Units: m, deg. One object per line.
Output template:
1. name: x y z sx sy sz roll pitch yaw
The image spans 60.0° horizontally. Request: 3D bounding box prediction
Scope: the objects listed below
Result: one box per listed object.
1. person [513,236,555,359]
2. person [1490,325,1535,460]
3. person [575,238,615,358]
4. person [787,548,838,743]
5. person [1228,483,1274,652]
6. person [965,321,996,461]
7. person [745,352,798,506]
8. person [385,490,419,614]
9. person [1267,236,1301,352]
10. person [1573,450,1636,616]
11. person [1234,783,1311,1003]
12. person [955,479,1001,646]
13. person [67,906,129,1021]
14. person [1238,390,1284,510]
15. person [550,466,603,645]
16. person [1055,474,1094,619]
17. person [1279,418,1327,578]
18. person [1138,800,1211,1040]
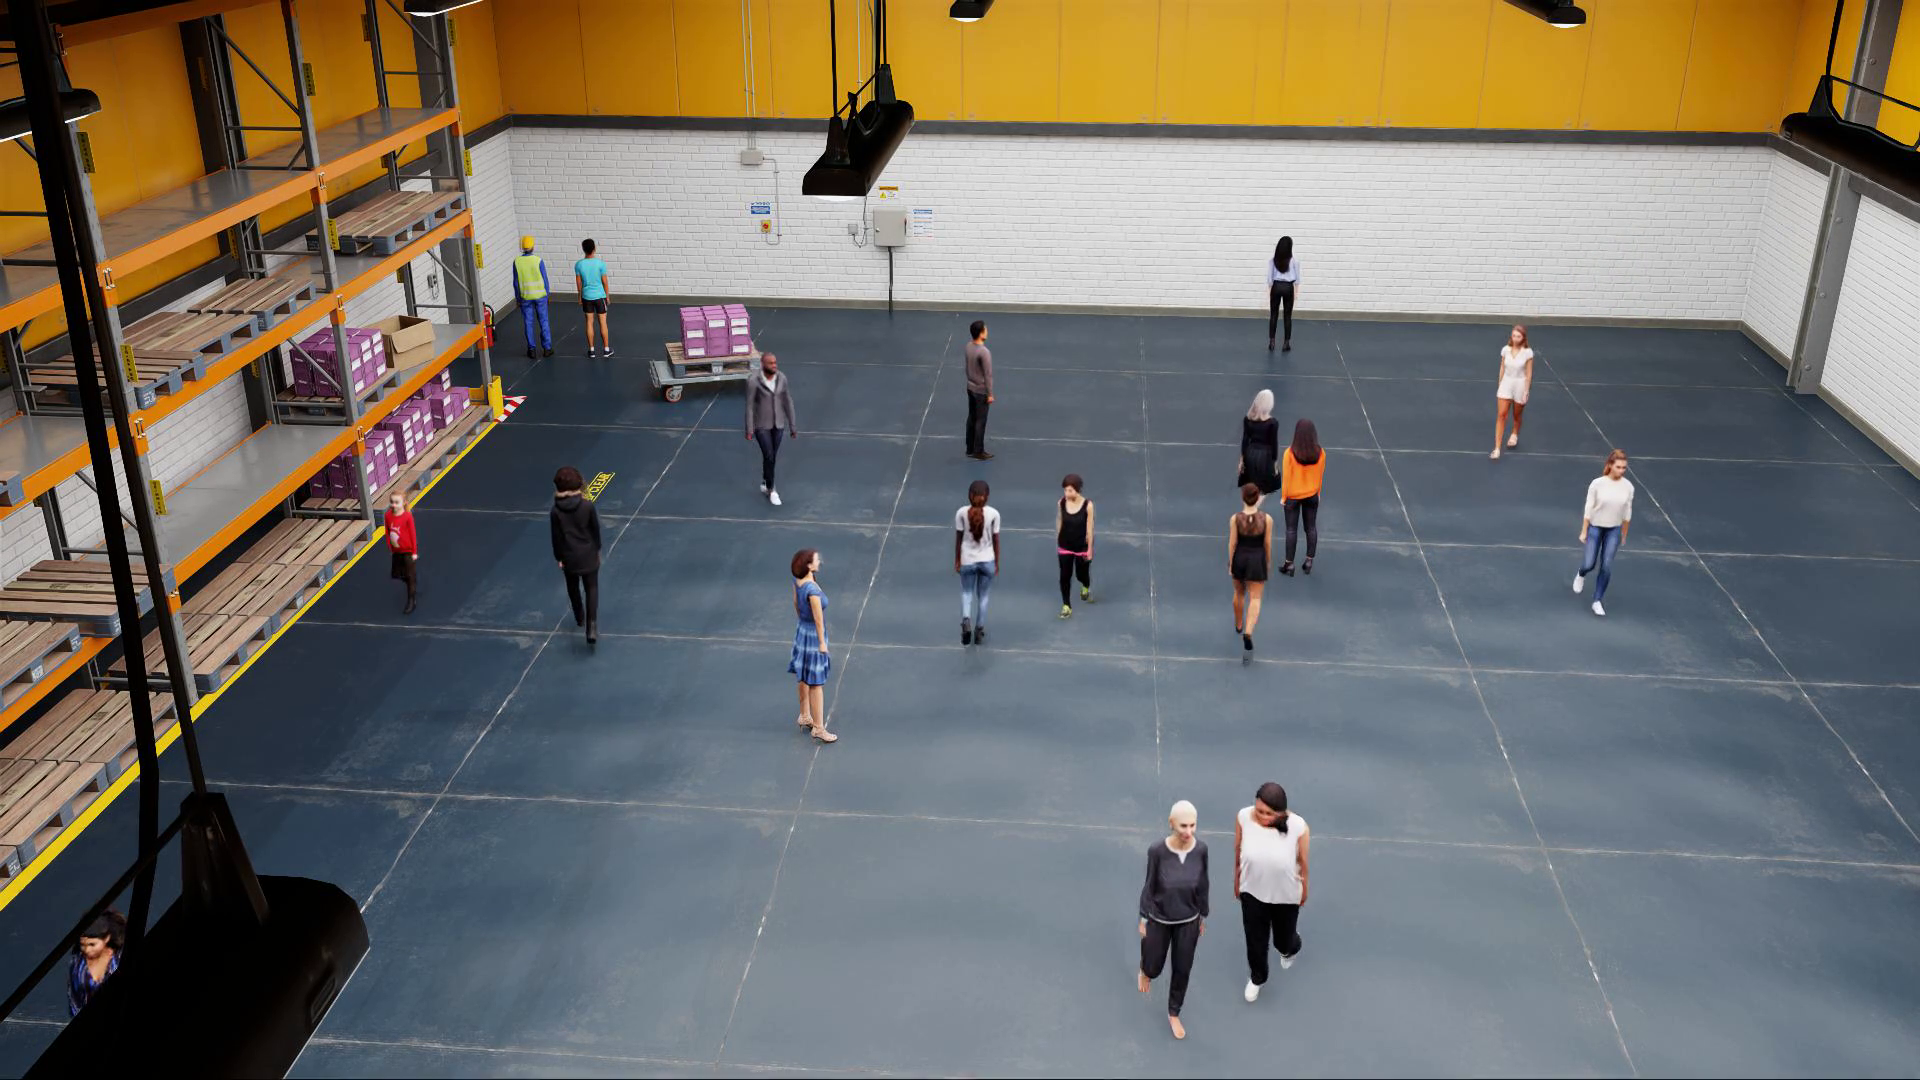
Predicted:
1. person: -6.349 -3.614 24.680 0.729 1.812 0.675 -5 24 -12
2. person: 7.008 -1.890 20.942 0.929 1.646 1.204 14 27 29
3. person: -5.430 -3.590 24.670 0.648 1.776 0.573 -2 24 -4
4. person: -1.276 0.898 14.364 0.814 1.806 0.710 -13 27 -27
5. person: 2.784 0.266 16.003 0.686 1.653 1.044 6 24 13
6. person: 0.220 -1.877 20.763 0.676 1.766 0.777 20 30 38
7. person: -2.294 -1.350 19.522 0.991 1.794 1.055 -16 28 -32
8. person: -5.625 0.084 16.892 0.508 1.273 0.689 4 24 8
9. person: 4.837 -3.703 24.968 0.700 1.743 0.639 8 25 18
10. person: 6.471 -0.103 16.780 0.636 1.707 0.804 3 24 7
11. person: 2.128 2.328 11.260 0.839 1.672 0.913 9 25 19
12. person: 0.172 0.265 15.940 0.578 1.705 0.775 1 24 1
13. person: -5.083 2.887 10.090 0.763 1.586 1.091 -2 24 -5
14. person: 3.280 -0.794 18.321 0.848 1.737 0.943 15 28 31
15. person: -3.676 0.166 16.106 0.810 1.753 1.180 -4 24 -9
16. person: 1.179 0.029 16.693 0.679 1.533 0.836 9 25 20
17. person: 3.605 -0.456 17.534 0.680 1.748 0.651 -5 24 -11
18. person: 1.379 2.427 10.980 0.718 1.715 0.851 -3 24 -6
